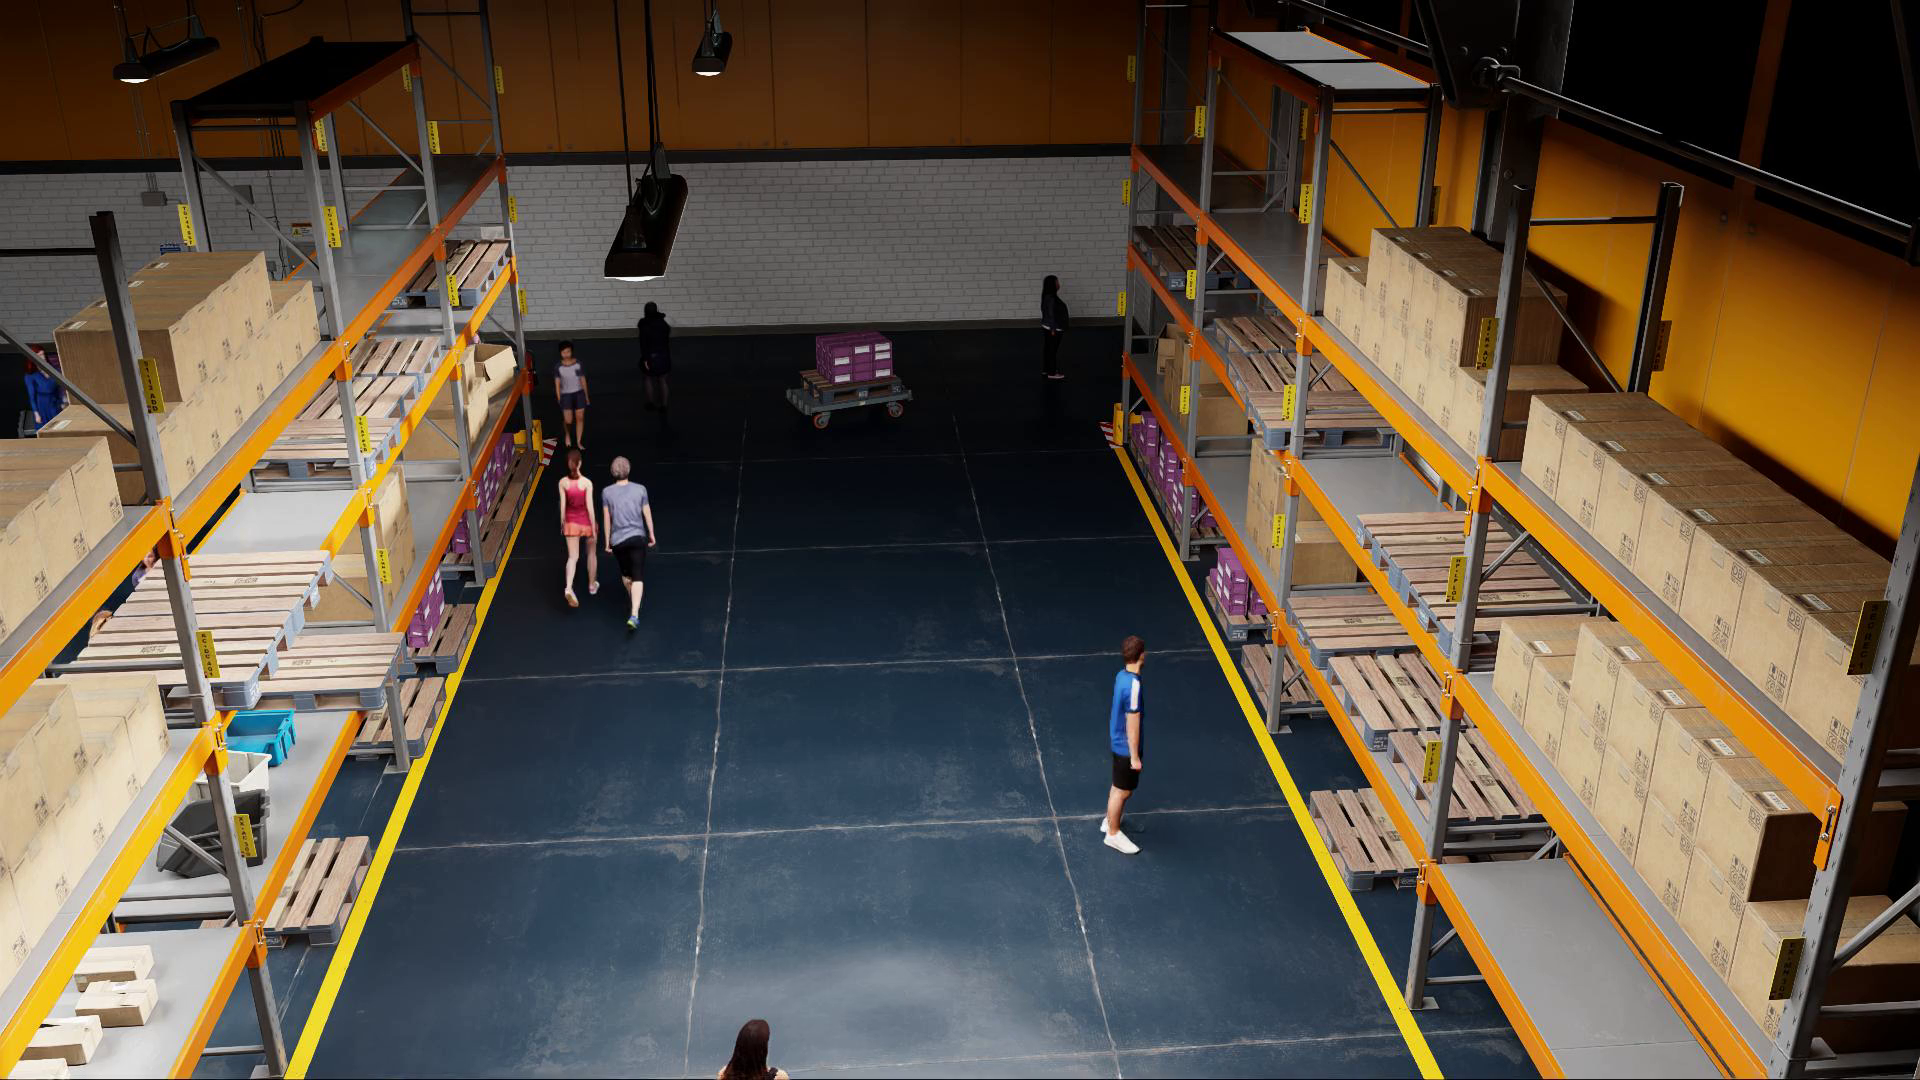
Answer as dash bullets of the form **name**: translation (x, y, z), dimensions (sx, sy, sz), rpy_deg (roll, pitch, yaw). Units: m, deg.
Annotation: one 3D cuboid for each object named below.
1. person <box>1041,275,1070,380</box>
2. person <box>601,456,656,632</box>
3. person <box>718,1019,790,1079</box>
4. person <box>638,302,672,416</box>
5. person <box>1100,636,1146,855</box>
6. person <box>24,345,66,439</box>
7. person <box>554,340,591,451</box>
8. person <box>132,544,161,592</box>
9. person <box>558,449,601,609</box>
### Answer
- **person**: translation (1.411, -3.279, 25.517), dimensions (0.750, 1.597, 0.616), rpy_deg (-5, 24, -10)
- **person**: translation (-3.495, 0.070, 17.544), dimensions (0.682, 1.847, 1.184), rpy_deg (-2, 24, -5)
- **person**: translation (-1.198, 3.612, 9.705), dimensions (0.847, 1.636, 1.227), rpy_deg (5, 24, 11)
- **person**: translation (-4.321, -2.589, 23.857), dimensions (0.807, 1.664, 0.850), rpy_deg (-17, 29, -33)
- **person**: translation (1.364, 1.686, 13.860), dimensions (0.787, 1.838, 0.497), rpy_deg (5, 24, 10)
- **person**: translation (-11.799, -1.651, 21.510), dimensions (0.764, 1.824, 0.665), rpy_deg (10, 25, 21)
- **person**: translation (-5.297, -1.990, 22.621), dimensions (0.661, 1.555, 0.697), rpy_deg (-13, 27, -27)
- **person**: translation (-7.672, 0.764, 16.128), dimensions (0.603, 1.710, 0.960), rpy_deg (-2, 24, -4)
- **person**: translation (-4.156, -0.099, 18.092), dimensions (0.637, 1.719, 1.067), rpy_deg (1, 24, 1)
